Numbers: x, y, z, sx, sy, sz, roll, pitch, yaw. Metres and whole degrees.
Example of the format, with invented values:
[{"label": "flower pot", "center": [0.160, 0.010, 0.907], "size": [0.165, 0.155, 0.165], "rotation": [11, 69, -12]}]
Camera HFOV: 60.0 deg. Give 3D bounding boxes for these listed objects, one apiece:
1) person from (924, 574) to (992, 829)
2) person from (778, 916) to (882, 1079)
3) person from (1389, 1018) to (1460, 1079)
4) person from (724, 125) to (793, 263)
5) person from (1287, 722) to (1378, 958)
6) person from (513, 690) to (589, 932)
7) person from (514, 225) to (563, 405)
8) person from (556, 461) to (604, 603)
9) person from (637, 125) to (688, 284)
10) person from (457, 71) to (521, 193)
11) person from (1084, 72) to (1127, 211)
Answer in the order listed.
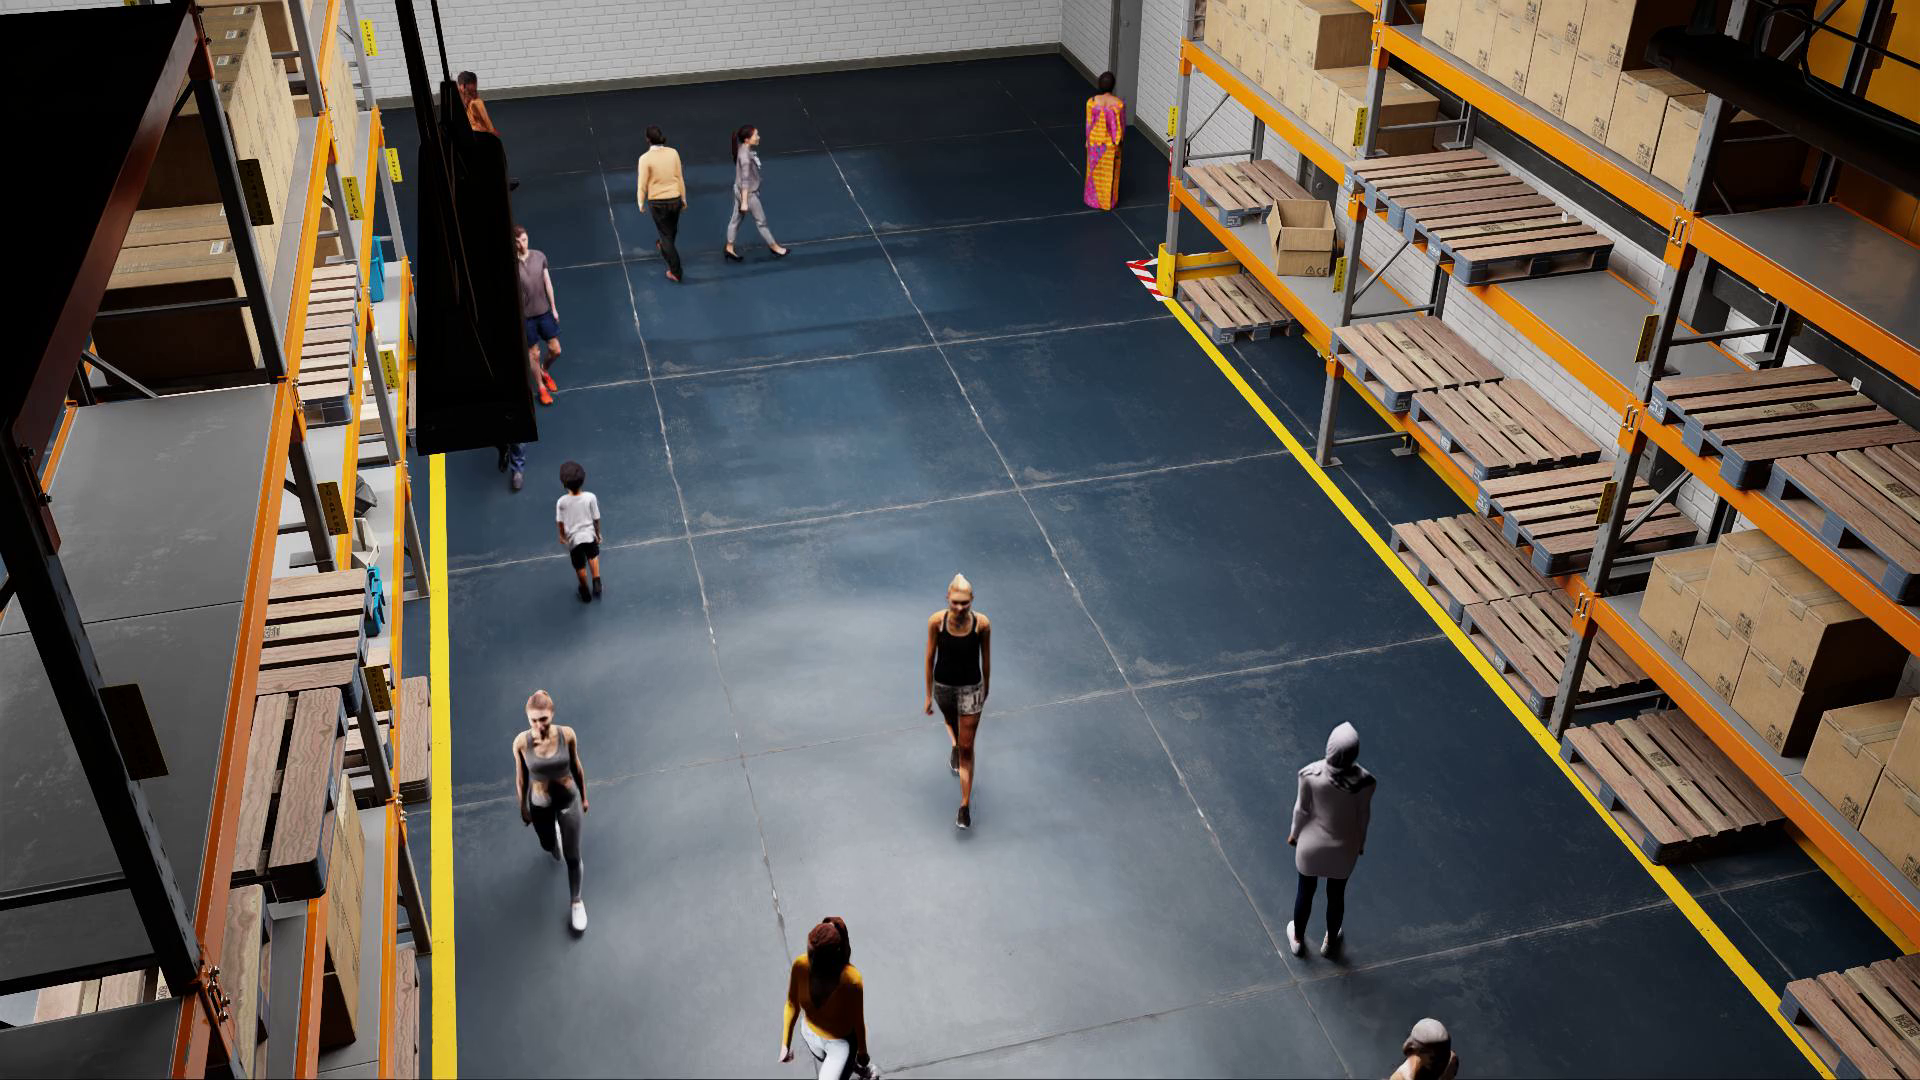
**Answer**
[{"label": "person", "center": [-0.021, 0.956, 11.391], "size": [0.881, 1.789, 1.250], "rotation": [3, 34, 5]}, {"label": "person", "center": [-0.656, 2.642, 8.930], "size": [1.114, 1.705, 1.224], "rotation": [15, 37, 22]}, {"label": "person", "center": [2.212, 2.971, 8.458], "size": [0.693, 1.680, 0.707], "rotation": [-17, 37, -24]}, {"label": "person", "center": [-2.489, -3.867, 18.790], "size": [0.819, 1.630, 0.952], "rotation": [-9, 35, -13]}, {"label": "person", "center": [2.231, 1.834, 10.083], "size": [0.684, 1.775, 0.673], "rotation": [6, 34, 9]}, {"label": "person", "center": [-2.565, 1.613, 10.499], "size": [0.574, 1.682, 1.027], "rotation": [-9, 35, -14]}, {"label": "person", "center": [-4.170, -2.206, 16.106], "size": [0.784, 1.836, 0.806], "rotation": [-22, 39, -29]}, {"label": "person", "center": [-3.037, -0.032, 13.365], "size": [0.524, 1.248, 0.521], "rotation": [-16, 37, -22]}, {"label": "person", "center": [-3.243, -3.701, 18.462], "size": [0.931, 1.717, 1.195], "rotation": [-21, 39, -29]}, {"label": "person", "center": [-5.918, -4.749, 20.093], "size": [1.258, 1.657, 1.137], "rotation": [26, 42, 34]}, {"label": "person", "center": [1.760, -4.903, 20.303], "size": [0.746, 1.682, 0.772], "rotation": [4, 34, 6]}]
